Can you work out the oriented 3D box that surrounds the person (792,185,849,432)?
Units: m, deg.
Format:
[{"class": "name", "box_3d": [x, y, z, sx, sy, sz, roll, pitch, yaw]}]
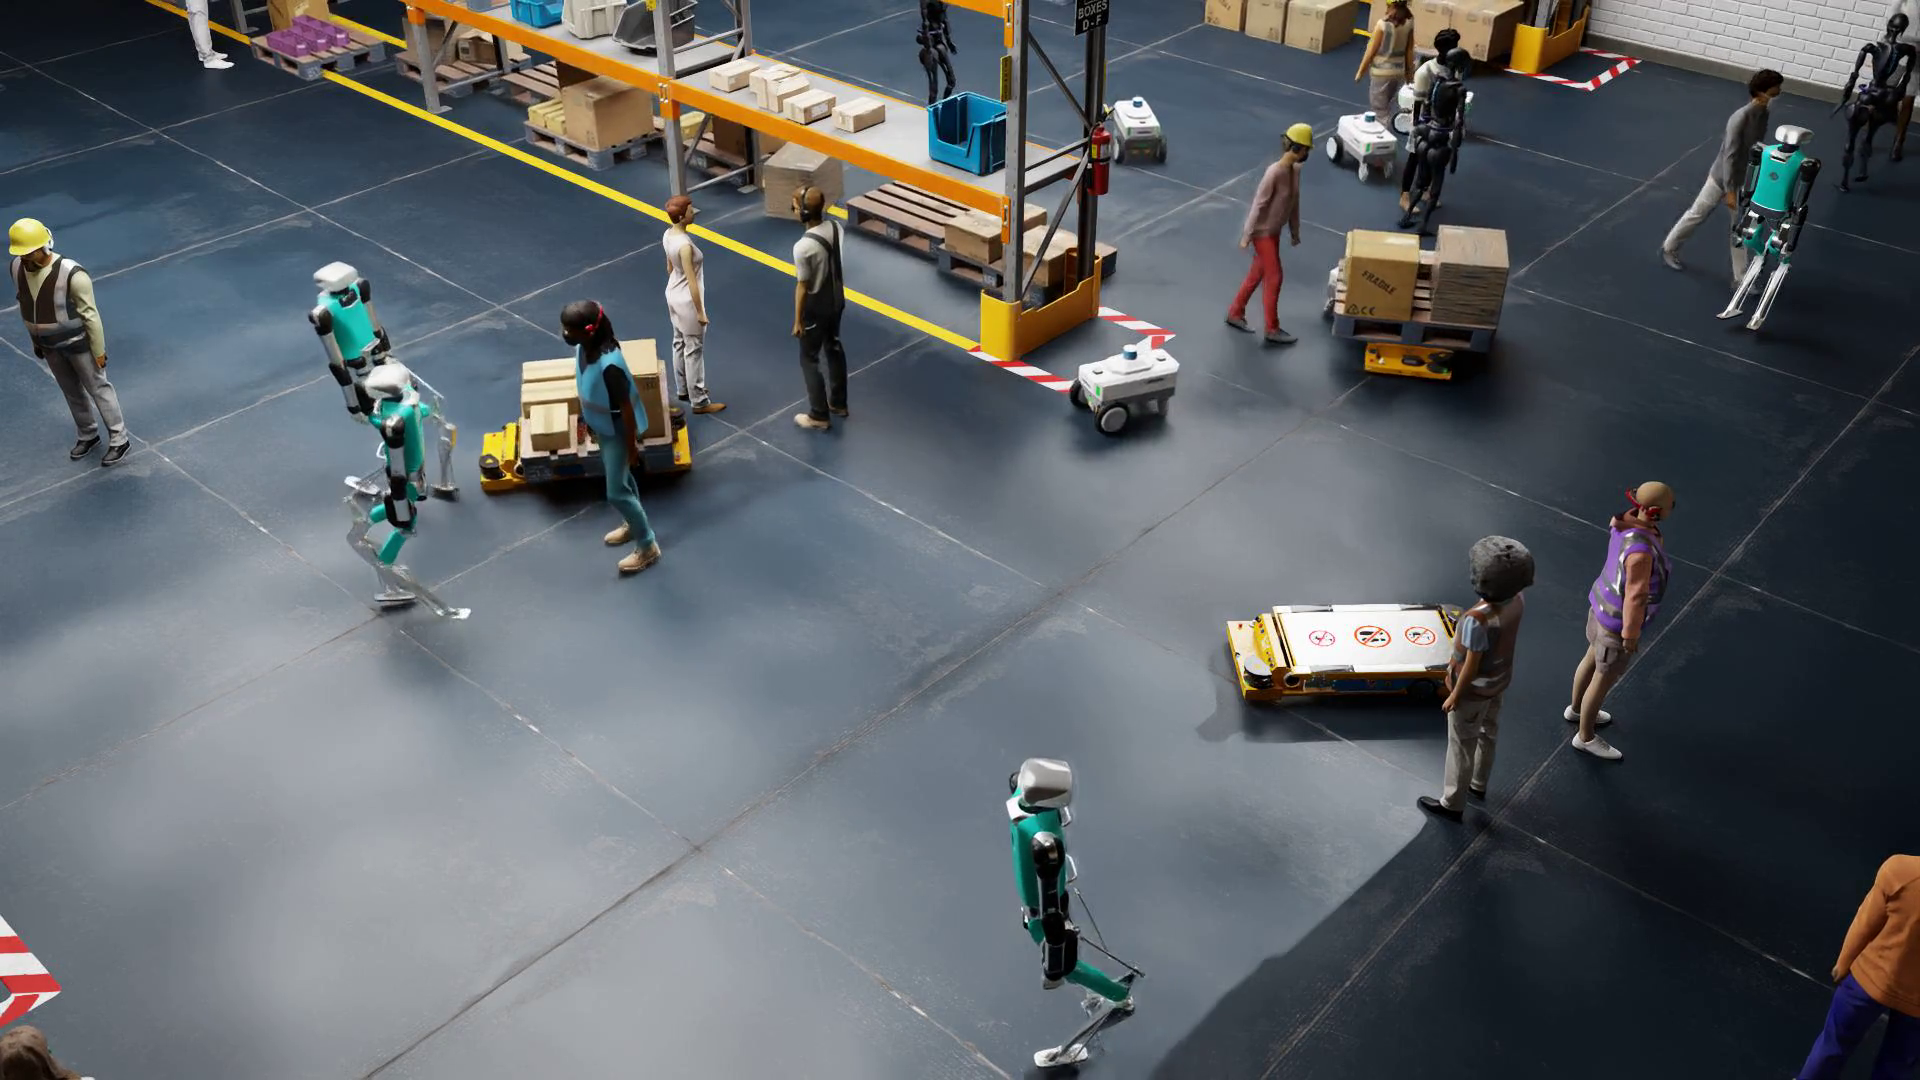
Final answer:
[{"class": "person", "box_3d": [-0.988, -1.644, 11.819, 0.343, 1.838, 0.502, 19, 39, 26]}]

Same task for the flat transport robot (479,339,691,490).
[{"class": "flat transport robot", "box_3d": [-2.645, -0.659, 11.766, 1.431, 0.231, 0.659, -6, 35, -9]}]

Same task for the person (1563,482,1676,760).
[{"class": "person", "box_3d": [3.551, 0.413, 8.957, 0.345, 1.694, 0.482, 5, 35, 7]}]

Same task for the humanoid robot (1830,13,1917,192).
[{"class": "humanoid robot", "box_3d": [8.457, -4.063, 15.459, 0.596, 1.651, 0.334, 1, 35, 1]}]

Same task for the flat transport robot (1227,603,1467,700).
[{"class": "flat transport robot", "box_3d": [2.348, 0.664, 9.848, 1.431, 0.231, 0.659, -1, 35, -1]}]

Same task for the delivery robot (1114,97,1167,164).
[{"class": "delivery robot", "box_3d": [1.750, -4.056, 16.452, 0.499, 0.614, 0.808, -4, 35, -5]}]

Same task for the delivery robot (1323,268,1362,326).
[{"class": "delivery robot", "box_3d": [3.355, -2.113, 13.637, 0.812, 0.614, 0.499, -27, 43, -33]}]

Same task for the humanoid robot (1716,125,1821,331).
[{"class": "humanoid robot", "box_3d": [6.390, -2.475, 12.985, 0.735, 1.677, 0.533, -26, 42, -32]}]

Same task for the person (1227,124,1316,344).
[{"class": "person", "box_3d": [2.478, -2.379, 12.984, 0.715, 1.709, 0.592, 18, 39, 25]}]

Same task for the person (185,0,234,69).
[{"class": "person", "box_3d": [-8.441, -6.177, 18.326, 0.410, 1.902, 0.639, -17, 38, -23]}]

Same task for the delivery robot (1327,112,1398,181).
[{"class": "delivery robot", "box_3d": [3.942, -3.857, 16.136, 0.499, 0.583, 0.774, -8, 35, -11]}]

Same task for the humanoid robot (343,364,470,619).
[{"class": "humanoid robot", "box_3d": [-3.449, -0.227, 9.863, 0.849, 1.786, 0.583, -4, 35, -5]}]

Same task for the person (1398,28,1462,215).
[{"class": "person", "box_3d": [4.274, -3.794, 15.051, 0.532, 1.693, 0.320, -18, 38, -24]}]

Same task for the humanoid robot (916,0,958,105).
[{"class": "humanoid robot", "box_3d": [-0.247, -5.018, 16.831, 0.343, 1.649, 0.584, 13, 37, 18]}]

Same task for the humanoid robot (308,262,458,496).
[{"class": "humanoid robot", "box_3d": [-3.735, -0.975, 10.943, 0.974, 1.744, 0.564, 10, 36, 14]}]

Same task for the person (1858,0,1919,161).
[{"class": "person", "box_3d": [9.150, -4.637, 16.075, 0.549, 1.922, 0.387, 15, 37, 20]}]

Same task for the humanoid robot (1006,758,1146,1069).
[{"class": "humanoid robot", "box_3d": [0.528, 1.694, 7.166, 0.704, 1.913, 0.551, -6, 35, -9]}]

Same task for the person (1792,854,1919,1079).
[{"class": "person", "box_3d": [3.830, 1.784, 6.733, 0.518, 1.972, 0.404, 19, 39, 25]}]

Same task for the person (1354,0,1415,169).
[{"class": "person", "box_3d": [4.054, -4.535, 16.081, 0.485, 1.743, 0.825, -15, 38, -21]}]

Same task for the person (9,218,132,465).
[{"class": "person", "box_3d": [-6.137, -1.365, 11.423, 0.589, 1.825, 0.403, 9, 36, 13]}]

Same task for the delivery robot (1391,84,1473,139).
[{"class": "delivery robot", "box_3d": [4.815, -4.418, 16.960, 0.781, 0.595, 0.499, 14, 37, 20]}]

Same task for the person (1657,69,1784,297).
[{"class": "person", "box_3d": [6.391, -2.995, 13.768, 0.536, 1.844, 1.023, -17, 38, -24]}]

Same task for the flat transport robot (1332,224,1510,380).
[{"class": "flat transport robot", "box_3d": [3.586, -1.711, 13.289, 0.659, 0.231, 1.431, 7, 35, 10]}]

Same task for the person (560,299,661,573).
[{"class": "person", "box_3d": [-2.189, -0.688, 10.418, 0.438, 1.851, 0.561, -20, 39, -26]}]

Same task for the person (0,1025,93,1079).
[{"class": "person", "box_3d": [-3.226, 2.386, 6.126, 0.484, 1.659, 0.343, -11, 36, -16]}]

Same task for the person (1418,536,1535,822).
[{"class": "person", "box_3d": [2.644, 0.716, 8.520, 0.448, 1.687, 0.318, -28, 43, -34]}]

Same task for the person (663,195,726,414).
[{"class": "person", "box_3d": [-1.963, -1.708, 12.057, 0.286, 1.661, 0.441, -19, 39, -25]}]

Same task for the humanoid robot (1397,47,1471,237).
[{"class": "humanoid robot", "box_3d": [4.198, -3.510, 14.668, 0.376, 1.660, 0.608, -11, 36, -15]}]

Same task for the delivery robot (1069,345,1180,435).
[{"class": "delivery robot", "box_3d": [1.217, -1.150, 12.216, 0.749, 0.585, 0.518, -13, 37, -18]}]
